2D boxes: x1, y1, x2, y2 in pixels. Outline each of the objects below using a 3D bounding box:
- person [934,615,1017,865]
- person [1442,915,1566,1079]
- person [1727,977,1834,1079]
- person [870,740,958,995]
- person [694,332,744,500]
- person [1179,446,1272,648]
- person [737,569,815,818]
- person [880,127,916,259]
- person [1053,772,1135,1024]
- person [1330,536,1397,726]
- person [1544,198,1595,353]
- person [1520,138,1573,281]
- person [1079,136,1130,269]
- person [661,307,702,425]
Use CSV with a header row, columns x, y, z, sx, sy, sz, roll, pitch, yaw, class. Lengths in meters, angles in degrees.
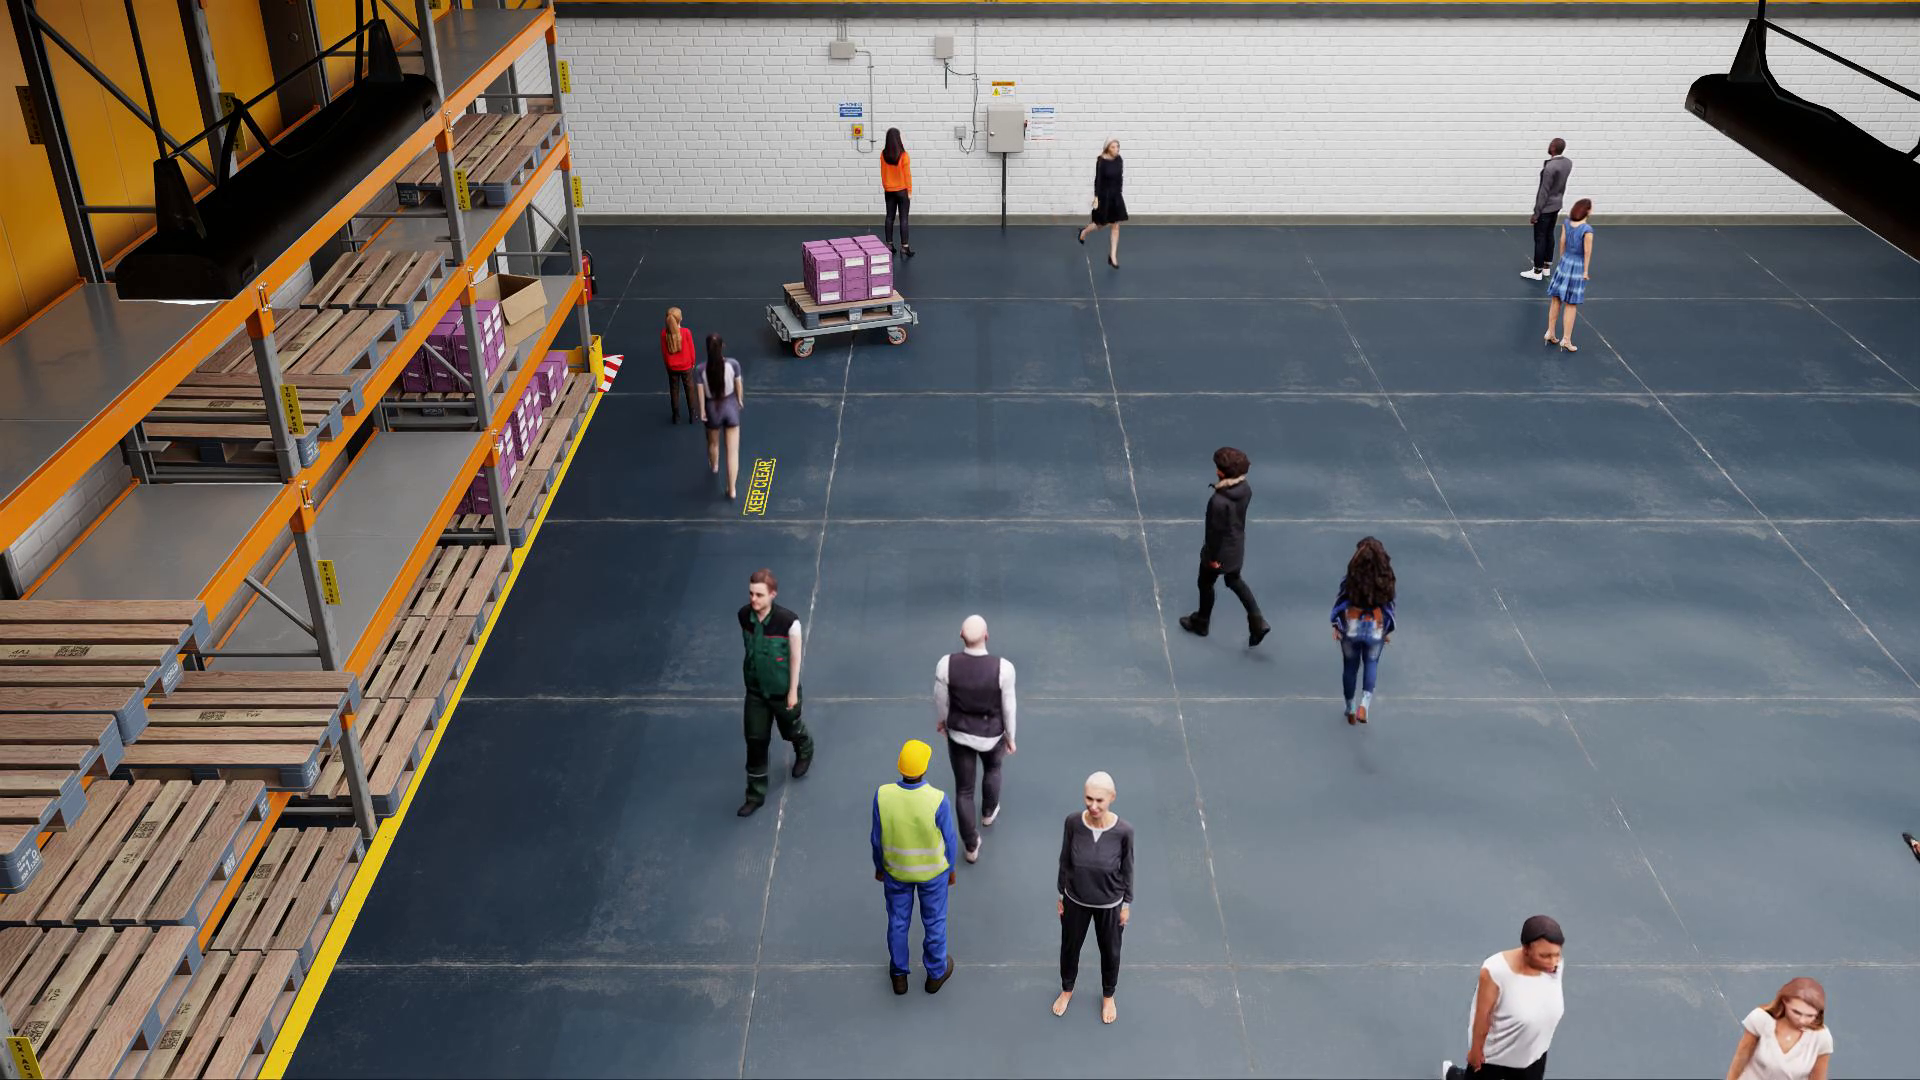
x,y,z,sx,sy,sz,roll,pitch,yaw,class
0.093,1.365,11.053,0.753,1.802,0.929,2,29,4,person
2.914,2.633,8.882,0.809,1.656,1.115,-6,29,-10,person
4.147,2.822,8.519,0.817,1.671,0.996,12,31,21,person
-0.275,1.952,9.966,0.683,1.813,0.593,2,29,5,person
-2.258,-1.160,15.879,0.715,1.614,1.047,-5,29,-9,person
2.208,0.076,13.457,1.123,1.763,1.061,24,37,37,person
-1.262,1.005,11.709,0.915,1.805,1.202,11,30,19,person
-0.840,-4.624,22.090,0.715,1.746,0.739,17,33,28,person
0.792,2.084,9.815,0.645,1.726,0.583,6,29,10,person
3.020,0.729,12.420,0.675,1.610,0.728,4,29,7,person
7.054,-3.065,19.172,0.806,1.805,0.660,-12,31,-21,person
7.550,-4.250,21.332,0.795,1.816,0.831,-22,36,-35,person
1.876,-4.457,21.813,0.953,1.720,1.100,-20,34,-32,person
-2.947,-1.838,17.470,0.479,1.281,0.493,0,29,0,person
